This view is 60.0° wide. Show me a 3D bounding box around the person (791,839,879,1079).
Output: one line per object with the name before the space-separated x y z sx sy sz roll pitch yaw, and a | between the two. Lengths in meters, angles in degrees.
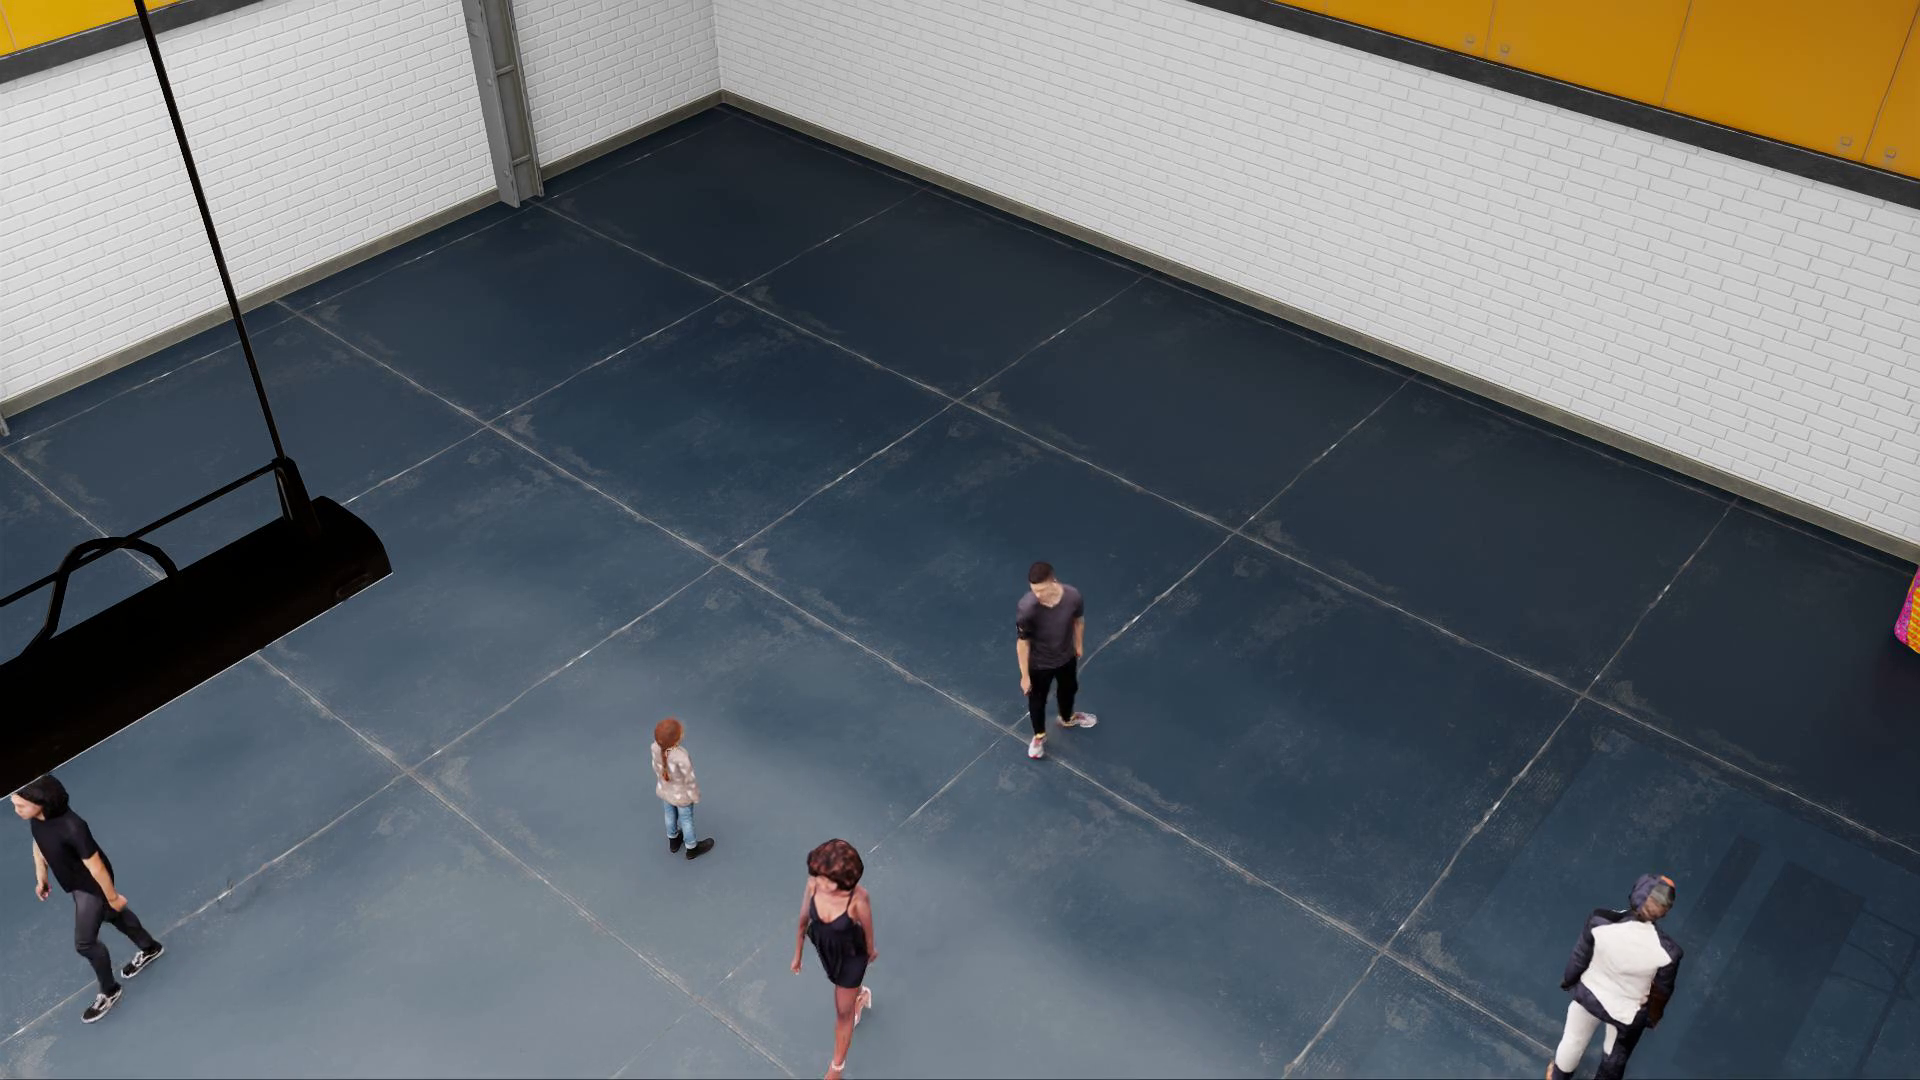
person | -0.636 2.245 9.382 0.688 1.757 1.030 19 42 22

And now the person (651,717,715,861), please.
person | -1.821 1.586 10.658 0.501 1.194 0.494 22 43 25

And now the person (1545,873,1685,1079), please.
person | 3.512 2.486 8.970 0.706 1.895 0.618 23 44 26

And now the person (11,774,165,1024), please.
person | -5.048 1.922 9.739 0.633 1.815 0.807 28 46 30

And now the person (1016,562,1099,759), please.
person | 0.634 0.759 11.262 0.759 1.732 0.971 -24 44 -27
